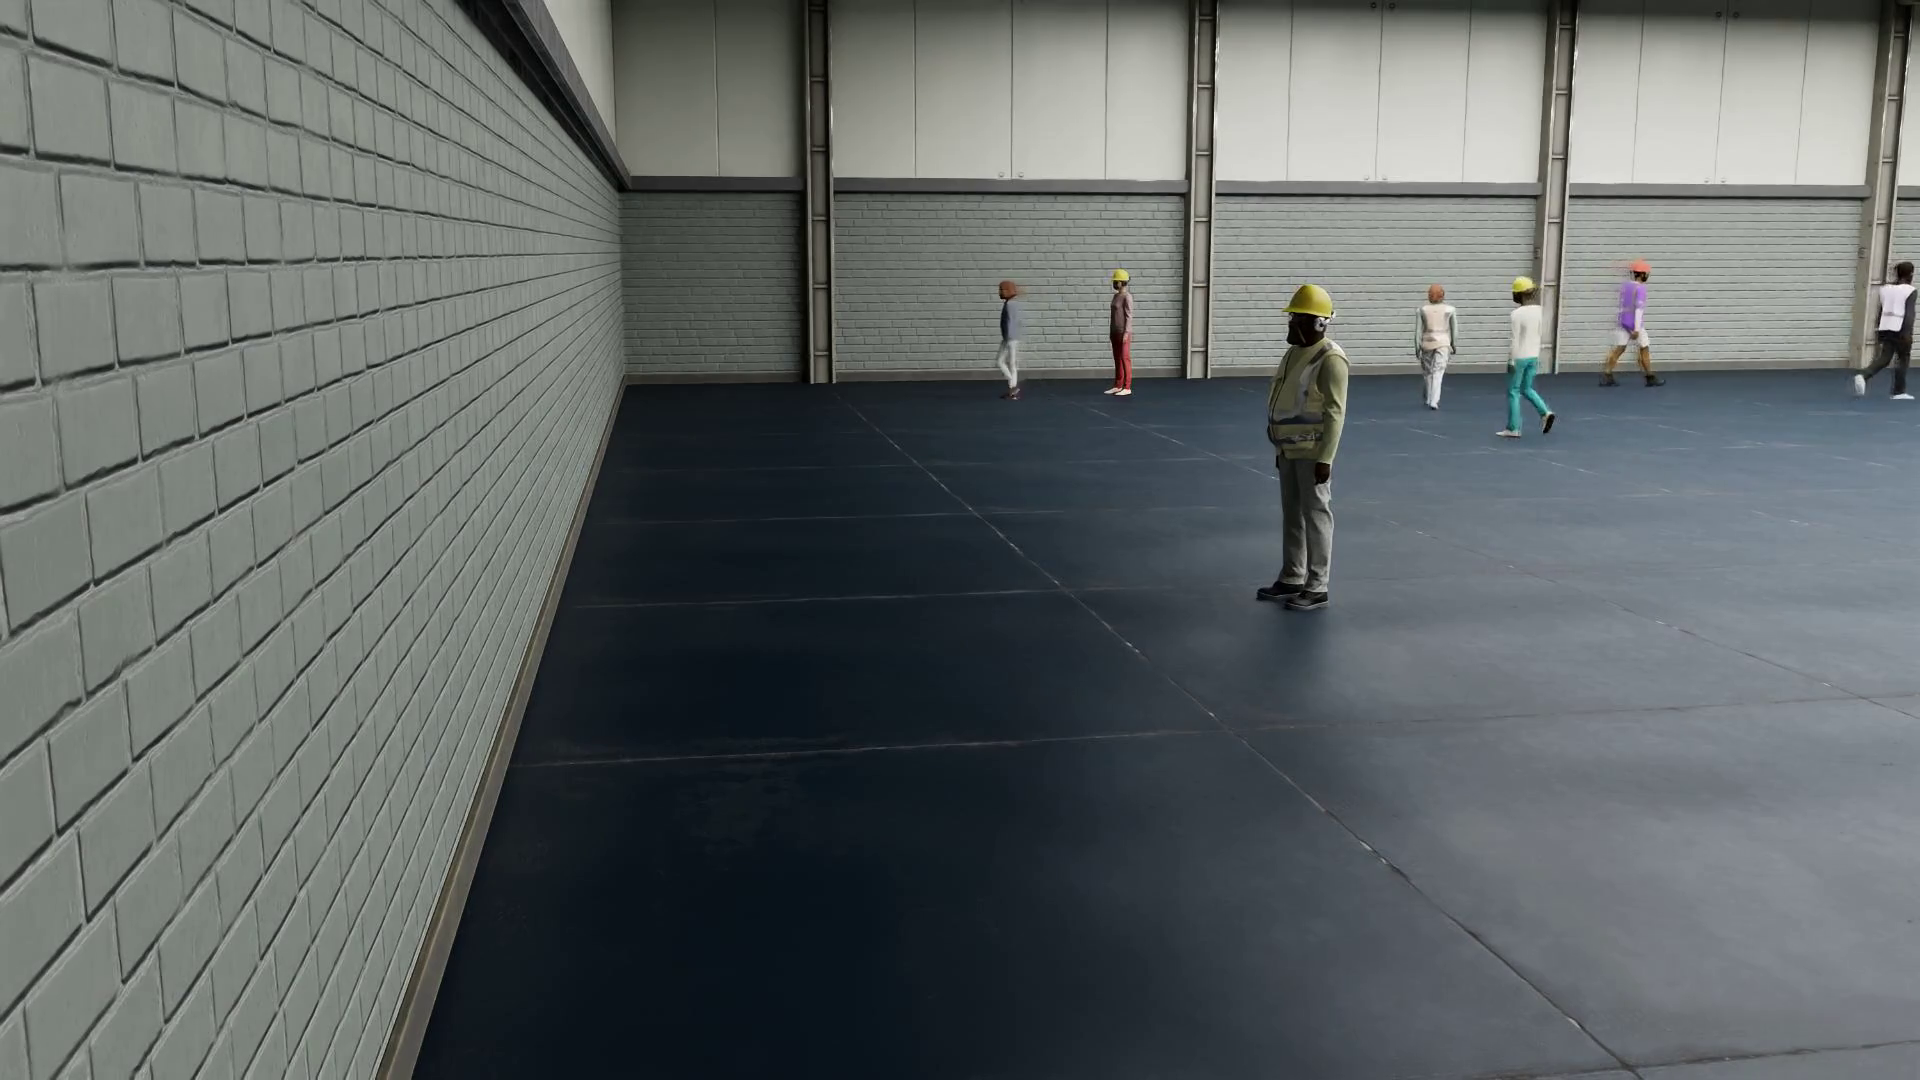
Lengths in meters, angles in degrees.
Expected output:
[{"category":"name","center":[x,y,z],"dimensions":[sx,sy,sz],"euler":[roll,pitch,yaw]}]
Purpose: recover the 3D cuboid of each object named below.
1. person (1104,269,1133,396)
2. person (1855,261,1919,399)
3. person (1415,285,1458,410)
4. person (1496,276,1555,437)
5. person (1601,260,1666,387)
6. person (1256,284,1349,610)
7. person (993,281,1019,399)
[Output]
[{"category":"person","center":[2.253,-2.919,23.434],"dimensions":[0.305,1.772,0.525],"euler":[-4,11,-21]},{"category":"person","center":[12.729,-2.854,22.727],"dimensions":[0.760,1.893,0.594],"euler":[-2,10,-14]},{"category":"person","center":[6.110,-2.474,21.382],"dimensions":[0.515,1.592,0.876],"euler":[4,11,22]},{"category":"person","center":[6.140,-1.971,18.011],"dimensions":[0.540,1.751,0.531],"euler":[-7,12,-34]},{"category":"person","center":[10.070,-3.216,24.822],"dimensions":[0.985,1.891,0.566],"euler":[-2,10,-10]},{"category":"person","center":[1.948,-0.525,9.452],"dimensions":[0.403,1.837,0.586],"euler":[-3,10,-17]},{"category":"person","center":[0.630,-2.720,22.690],"dimensions":[0.354,1.618,0.532],"euler":[1,10,5]}]
